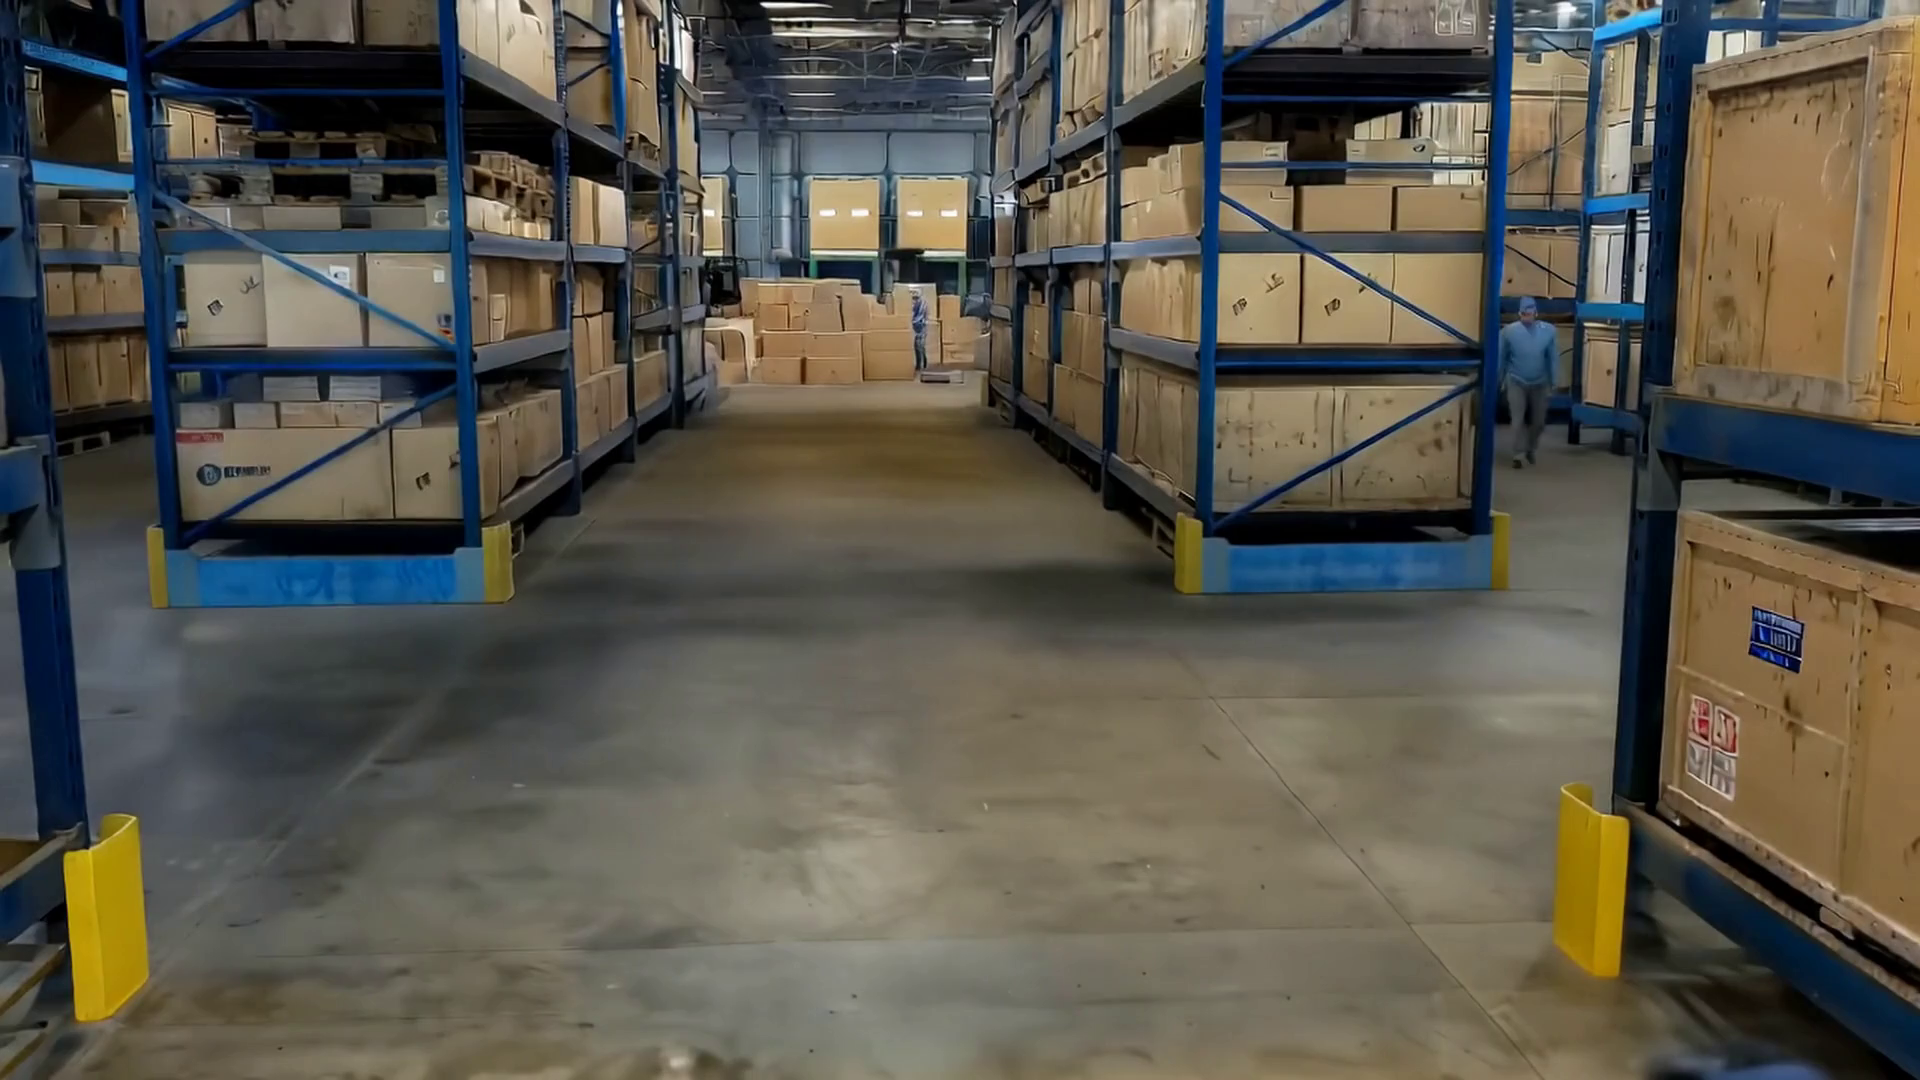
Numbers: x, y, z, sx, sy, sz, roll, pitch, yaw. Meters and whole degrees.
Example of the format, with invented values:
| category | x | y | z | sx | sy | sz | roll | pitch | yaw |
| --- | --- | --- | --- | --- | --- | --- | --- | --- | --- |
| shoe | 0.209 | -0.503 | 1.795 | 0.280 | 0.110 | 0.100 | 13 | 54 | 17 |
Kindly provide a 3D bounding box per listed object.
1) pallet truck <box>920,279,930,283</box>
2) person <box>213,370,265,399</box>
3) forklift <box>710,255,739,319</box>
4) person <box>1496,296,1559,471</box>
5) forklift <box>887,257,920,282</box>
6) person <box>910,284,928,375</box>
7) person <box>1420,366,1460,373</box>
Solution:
| category | x | y | z | sx | sy | sz | roll | pitch | yaw |
| --- | --- | --- | --- | --- | --- | --- | --- | --- | --- |
| pallet truck | -0.932 | -8.922 | 63.114 | 1.885 | 1.965 | 0.823 | 2 | 9 | 13 |
| person | -7.782 | -1.656 | 18.059 | 0.631 | 1.824 | 0.777 | 0 | 9 | 0 |
| forklift | -8.368 | -8.713 | 59.038 | 1.129 | 2.768 | 1.873 | -1 | 9 | -4 |
| person | 6.151 | -1.697 | 18.071 | 0.656 | 1.898 | 0.521 | 2 | 9 | 12 |
| forklift | -1.517 | -6.422 | 44.653 | 1.129 | 2.768 | 1.873 | -1 | 9 | -4 |
| person | -0.887 | -4.457 | 35.268 | 0.379 | 1.937 | 0.547 | -5 | 10 | -30 |
| person | 4.283 | -1.113 | 15.022 | 0.319 | 1.695 | 0.539 | -7 | 11 | -36 |
